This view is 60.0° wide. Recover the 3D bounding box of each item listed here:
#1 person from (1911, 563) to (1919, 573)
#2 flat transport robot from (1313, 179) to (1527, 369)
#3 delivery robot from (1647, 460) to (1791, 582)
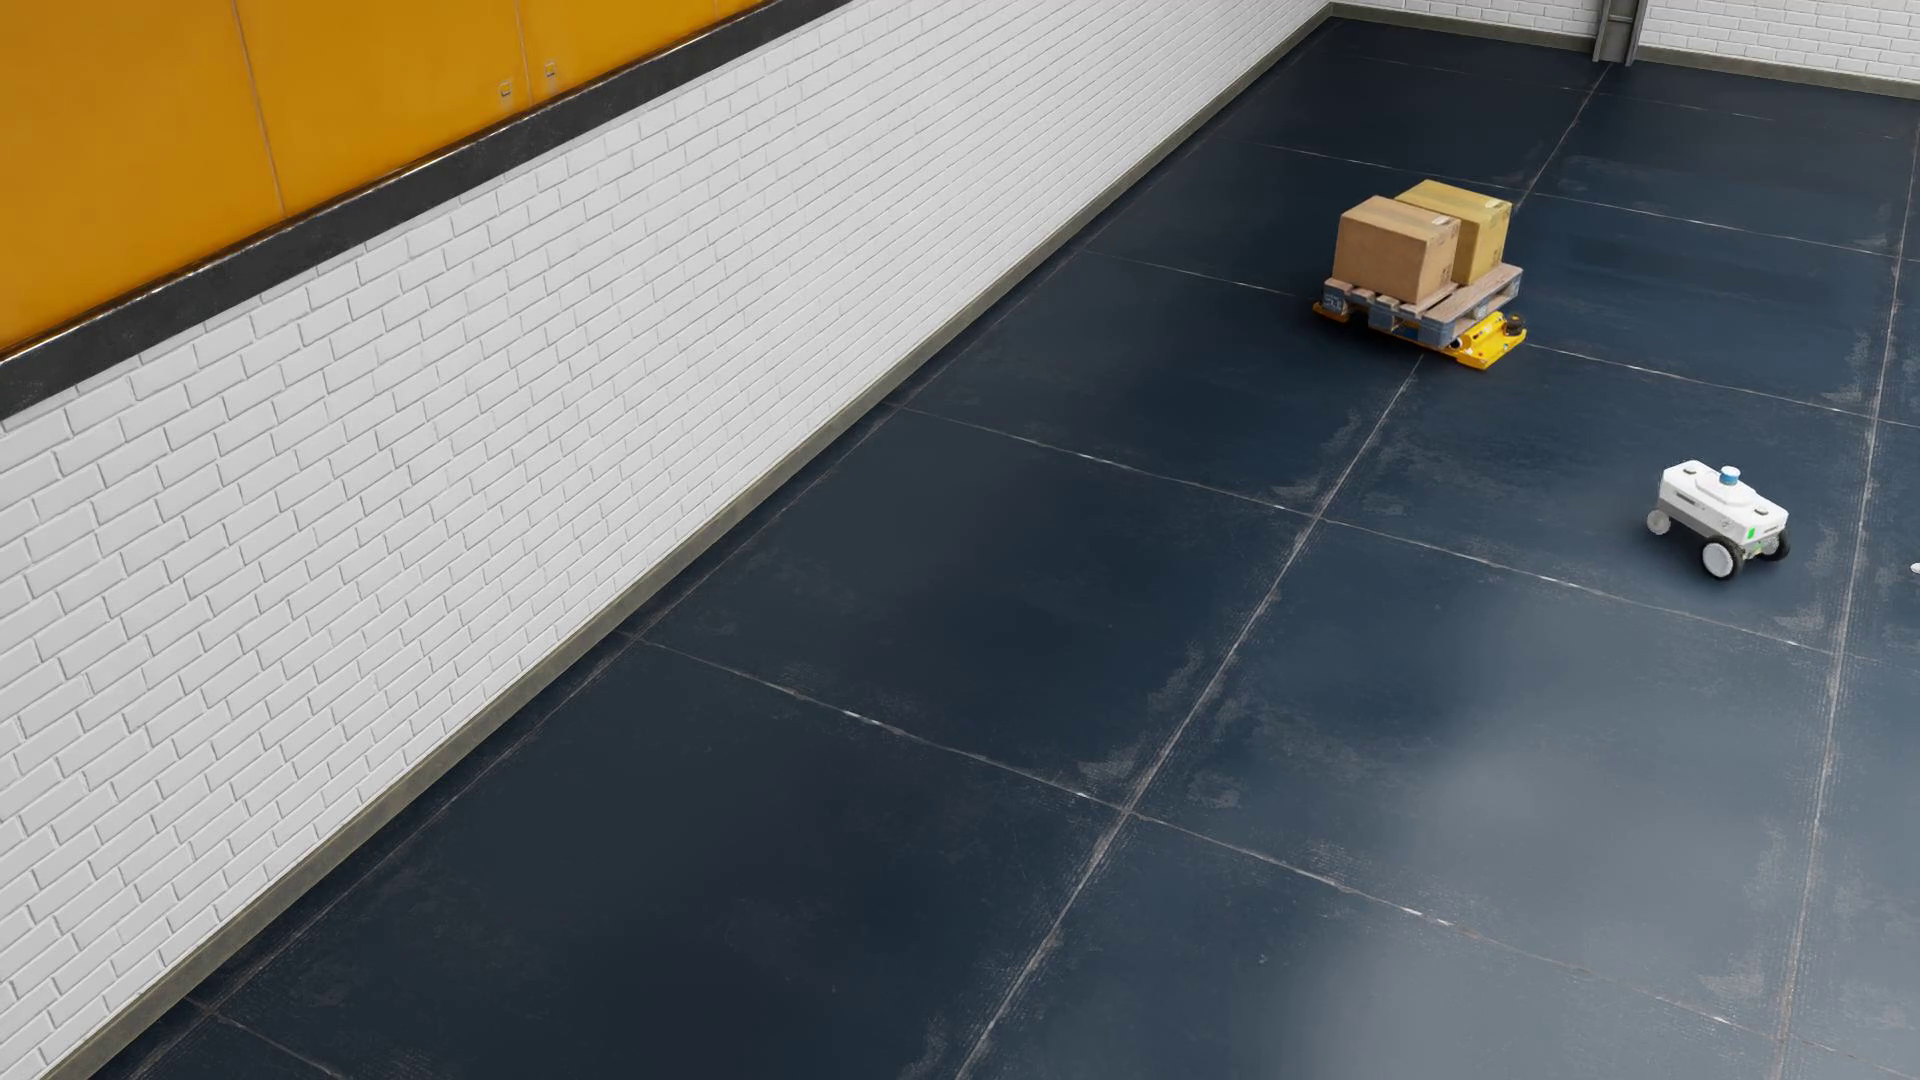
[{"bbox_3d":[5.793,-0.427,9.292,0.316,1.740,0.491,0,34,0],"label":"person"},{"bbox_3d":[3.442,-1.683,12.481,1.431,0.231,0.659,26,42,33],"label":"flat transport robot"},{"bbox_3d":[4.545,-0.157,9.951,0.499,0.590,0.793,-17,38,-24],"label":"delivery robot"}]
